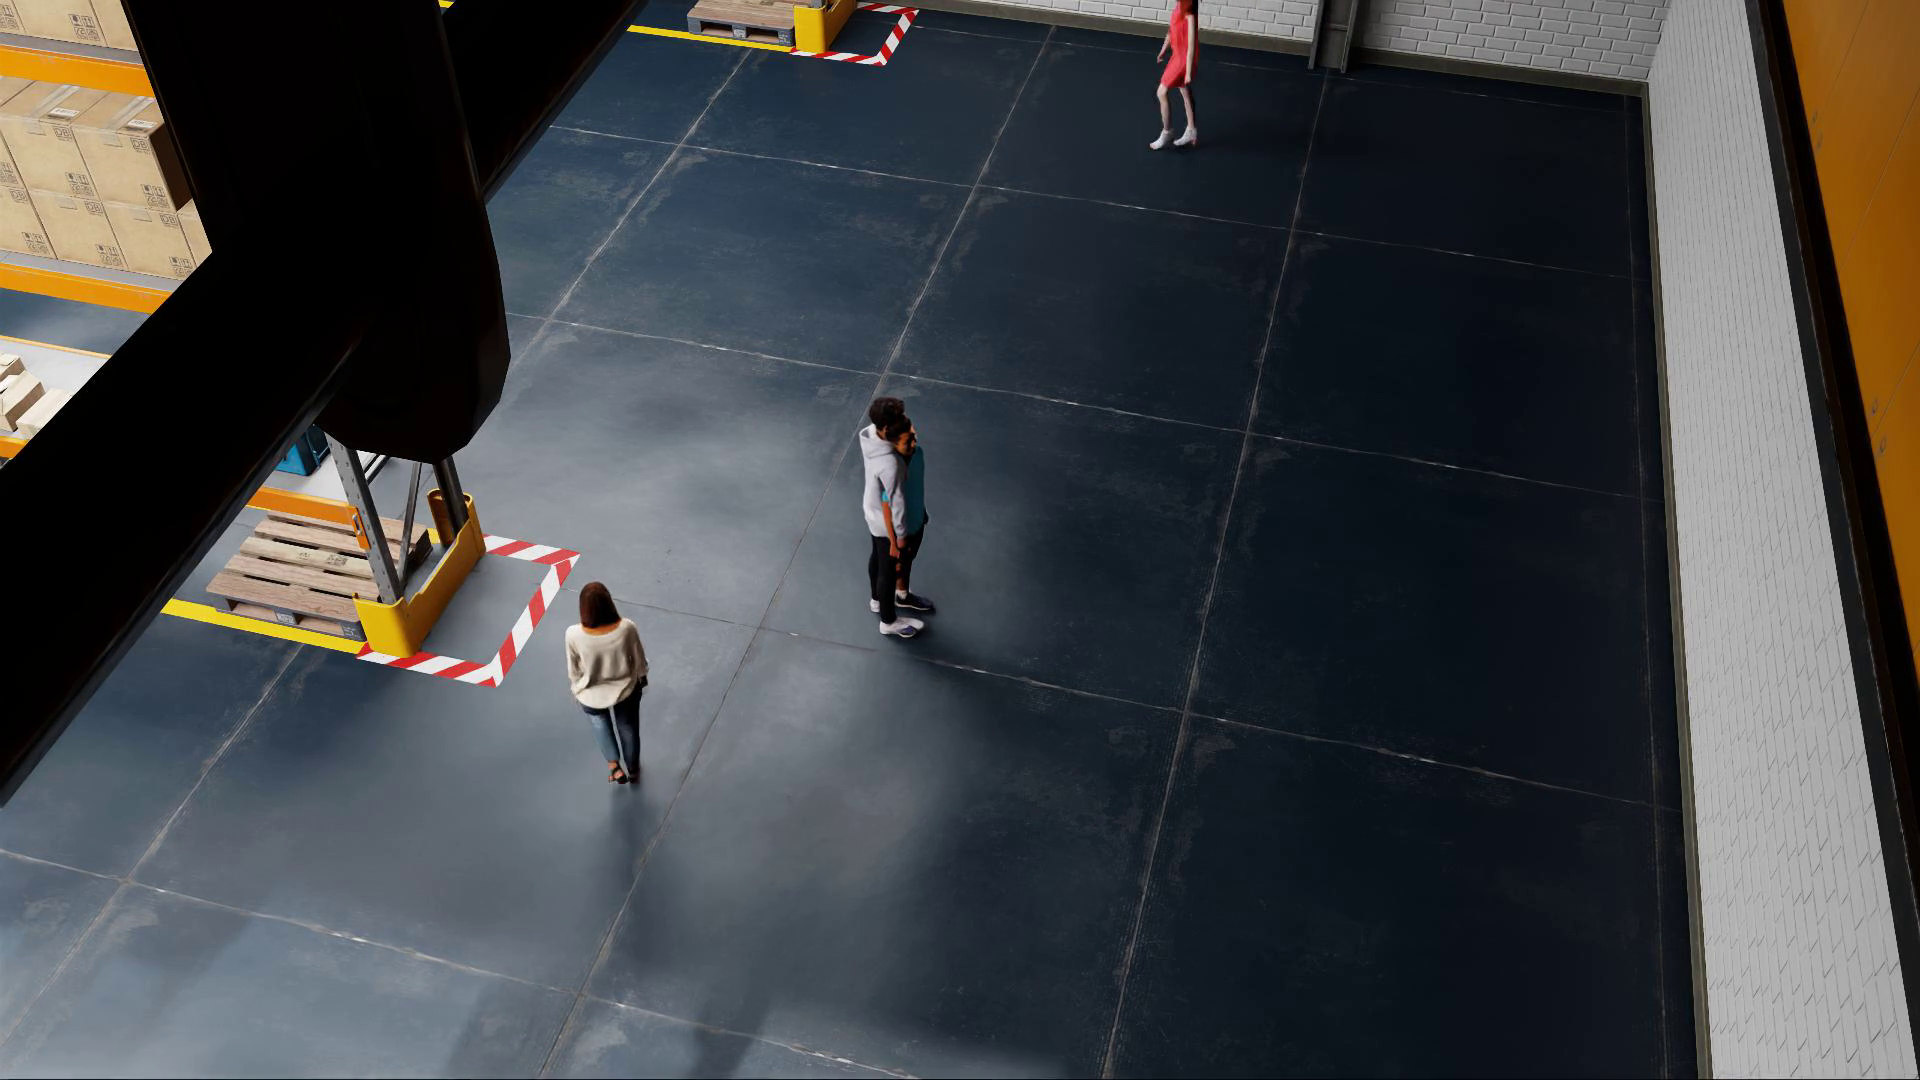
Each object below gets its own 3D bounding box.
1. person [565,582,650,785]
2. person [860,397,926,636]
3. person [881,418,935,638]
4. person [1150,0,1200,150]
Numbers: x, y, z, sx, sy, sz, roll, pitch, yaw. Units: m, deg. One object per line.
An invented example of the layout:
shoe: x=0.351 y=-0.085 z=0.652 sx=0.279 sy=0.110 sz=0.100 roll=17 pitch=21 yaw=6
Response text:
person: x=-2.118 y=0.952 z=10.064 sx=0.723 sy=1.671 sz=0.816 roll=-9 pitch=44 yaw=-10
person: x=-0.487 y=-0.172 z=11.057 sx=0.762 sy=1.929 sz=0.765 roll=-11 pitch=45 yaw=-11
person: x=-0.394 y=-0.116 z=11.109 sx=0.579 sy=1.776 sz=0.650 roll=18 pitch=47 yaw=18
person: x=2.200 y=-4.500 z=15.690 sx=0.746 sy=1.805 sz=0.687 roll=4 pitch=44 yaw=4
